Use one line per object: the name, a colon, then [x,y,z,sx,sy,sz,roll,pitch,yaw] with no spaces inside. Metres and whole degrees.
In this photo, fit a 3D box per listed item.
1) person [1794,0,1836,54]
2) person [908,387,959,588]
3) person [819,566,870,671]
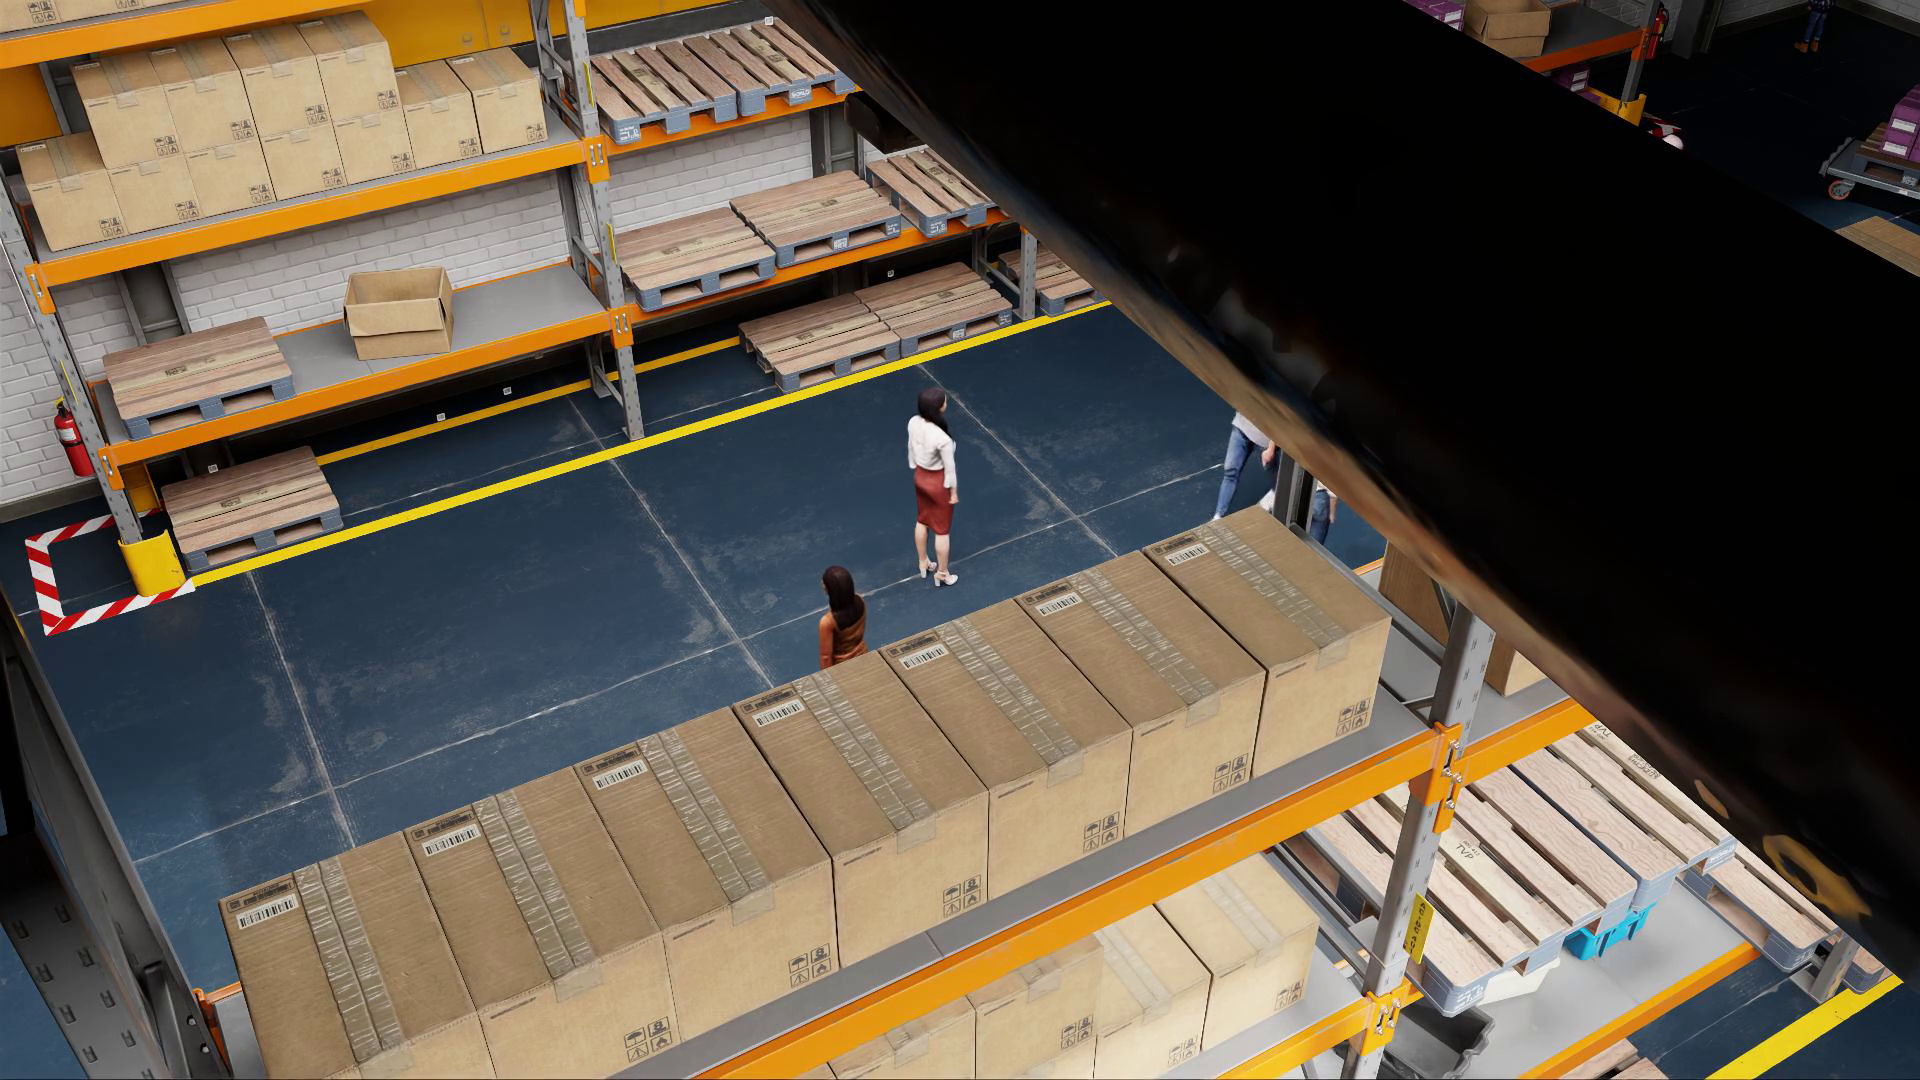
person: [10.779,-6.730,20.768,0.505,1.249,0.606,-7,39,-8]
person: [-0.191,-0.395,12.433,0.589,1.751,0.641,-31,48,-33]
person: [-0.744,0.853,10.923,0.694,1.686,0.584,23,44,26]
